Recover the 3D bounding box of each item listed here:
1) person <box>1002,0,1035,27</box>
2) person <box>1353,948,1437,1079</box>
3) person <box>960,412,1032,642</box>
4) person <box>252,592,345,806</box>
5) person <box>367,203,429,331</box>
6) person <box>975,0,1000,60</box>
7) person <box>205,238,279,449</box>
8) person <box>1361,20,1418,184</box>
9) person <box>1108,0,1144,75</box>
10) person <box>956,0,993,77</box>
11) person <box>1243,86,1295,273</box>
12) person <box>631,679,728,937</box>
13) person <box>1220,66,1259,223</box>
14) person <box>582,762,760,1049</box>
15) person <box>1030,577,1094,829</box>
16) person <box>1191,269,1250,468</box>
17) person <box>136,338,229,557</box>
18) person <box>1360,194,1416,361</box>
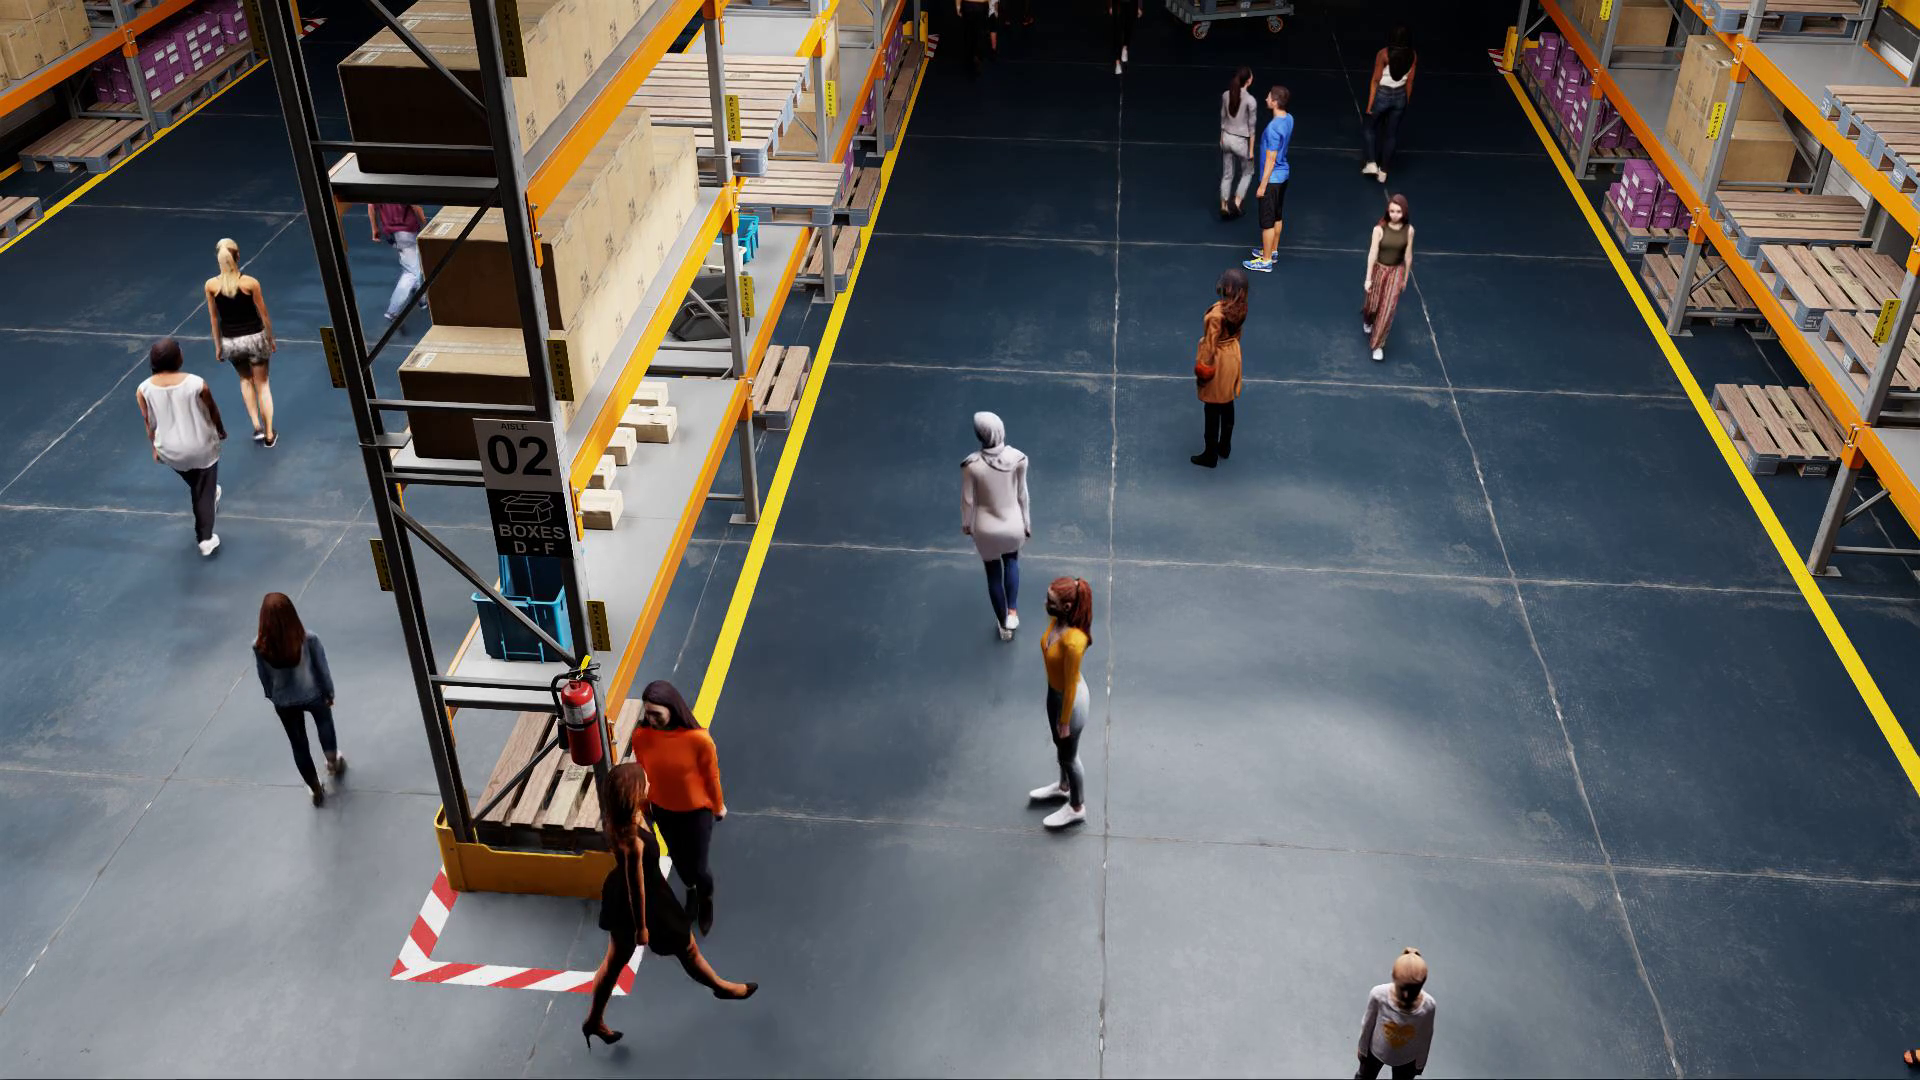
[{"bbox_3d":[0.817,-8.243,23.626,0.702,1.808,0.595,5,34,8],"label":"person"},{"bbox_3d":[2.085,2.447,8.024,0.509,1.275,0.515,8,34,11],"label":"person"},{"bbox_3d":[0.258,-0.028,11.313,0.677,1.758,0.625,0,34,-1],"label":"person"},{"bbox_3d":[-3.998,0.992,10.046,0.708,1.461,0.788,-11,35,-16],"label":"person"},{"bbox_3d":[-5.277,-2.869,15.533,0.835,1.817,1.191,11,35,16],"label":"person"},{"bbox_3d":[0.391,-7.102,22.434,0.708,1.227,0.939,-10,35,-15],"label":"person"},{"bbox_3d":[-5.829,-1.562,13.553,0.714,1.832,0.732,-8,34,-12],"label":"person"},{"bbox_3d":[4.796,-4.849,18.528,0.704,1.799,0.669,-2,34,-2],"label":"person"},{"bbox_3d":[2.192,-7.082,22.010,0.655,1.664,1.105,1,34,1],"label":"person"},{"bbox_3d":[0.193,-6.958,21.759,0.669,1.736,1.012,4,34,6],"label":"person"},{"bbox_3d":[3.132,-3.609,16.598,0.747,1.869,0.624,16,37,23],"label":"person"},{"bbox_3d":[-1.503,1.407,9.172,0.661,1.736,0.635,7,34,11],"label":"person"},{"bbox_3d":[2.878,-4.148,17.599,0.753,1.660,0.797,29,43,36],"label":"person"},{"bbox_3d":[-1.708,1.899,8.395,1.010,1.779,1.174,-12,36,-18],"label":"person"},{"bbox_3d":[0.640,0.954,9.845,0.707,1.746,0.555,-8,34,-12],"label":"person"},{"bbox_3d":[2.102,-1.390,13.399,0.834,1.715,0.743,27,42,34],"label":"person"},{"bbox_3d":[-5.749,-0.662,12.364,0.766,1.649,1.115,-2,34,-4],"label":"person"},{"bbox_3d":[3.882,-2.434,15.120,0.567,1.550,0.820,5,34,7],"label":"person"}]
